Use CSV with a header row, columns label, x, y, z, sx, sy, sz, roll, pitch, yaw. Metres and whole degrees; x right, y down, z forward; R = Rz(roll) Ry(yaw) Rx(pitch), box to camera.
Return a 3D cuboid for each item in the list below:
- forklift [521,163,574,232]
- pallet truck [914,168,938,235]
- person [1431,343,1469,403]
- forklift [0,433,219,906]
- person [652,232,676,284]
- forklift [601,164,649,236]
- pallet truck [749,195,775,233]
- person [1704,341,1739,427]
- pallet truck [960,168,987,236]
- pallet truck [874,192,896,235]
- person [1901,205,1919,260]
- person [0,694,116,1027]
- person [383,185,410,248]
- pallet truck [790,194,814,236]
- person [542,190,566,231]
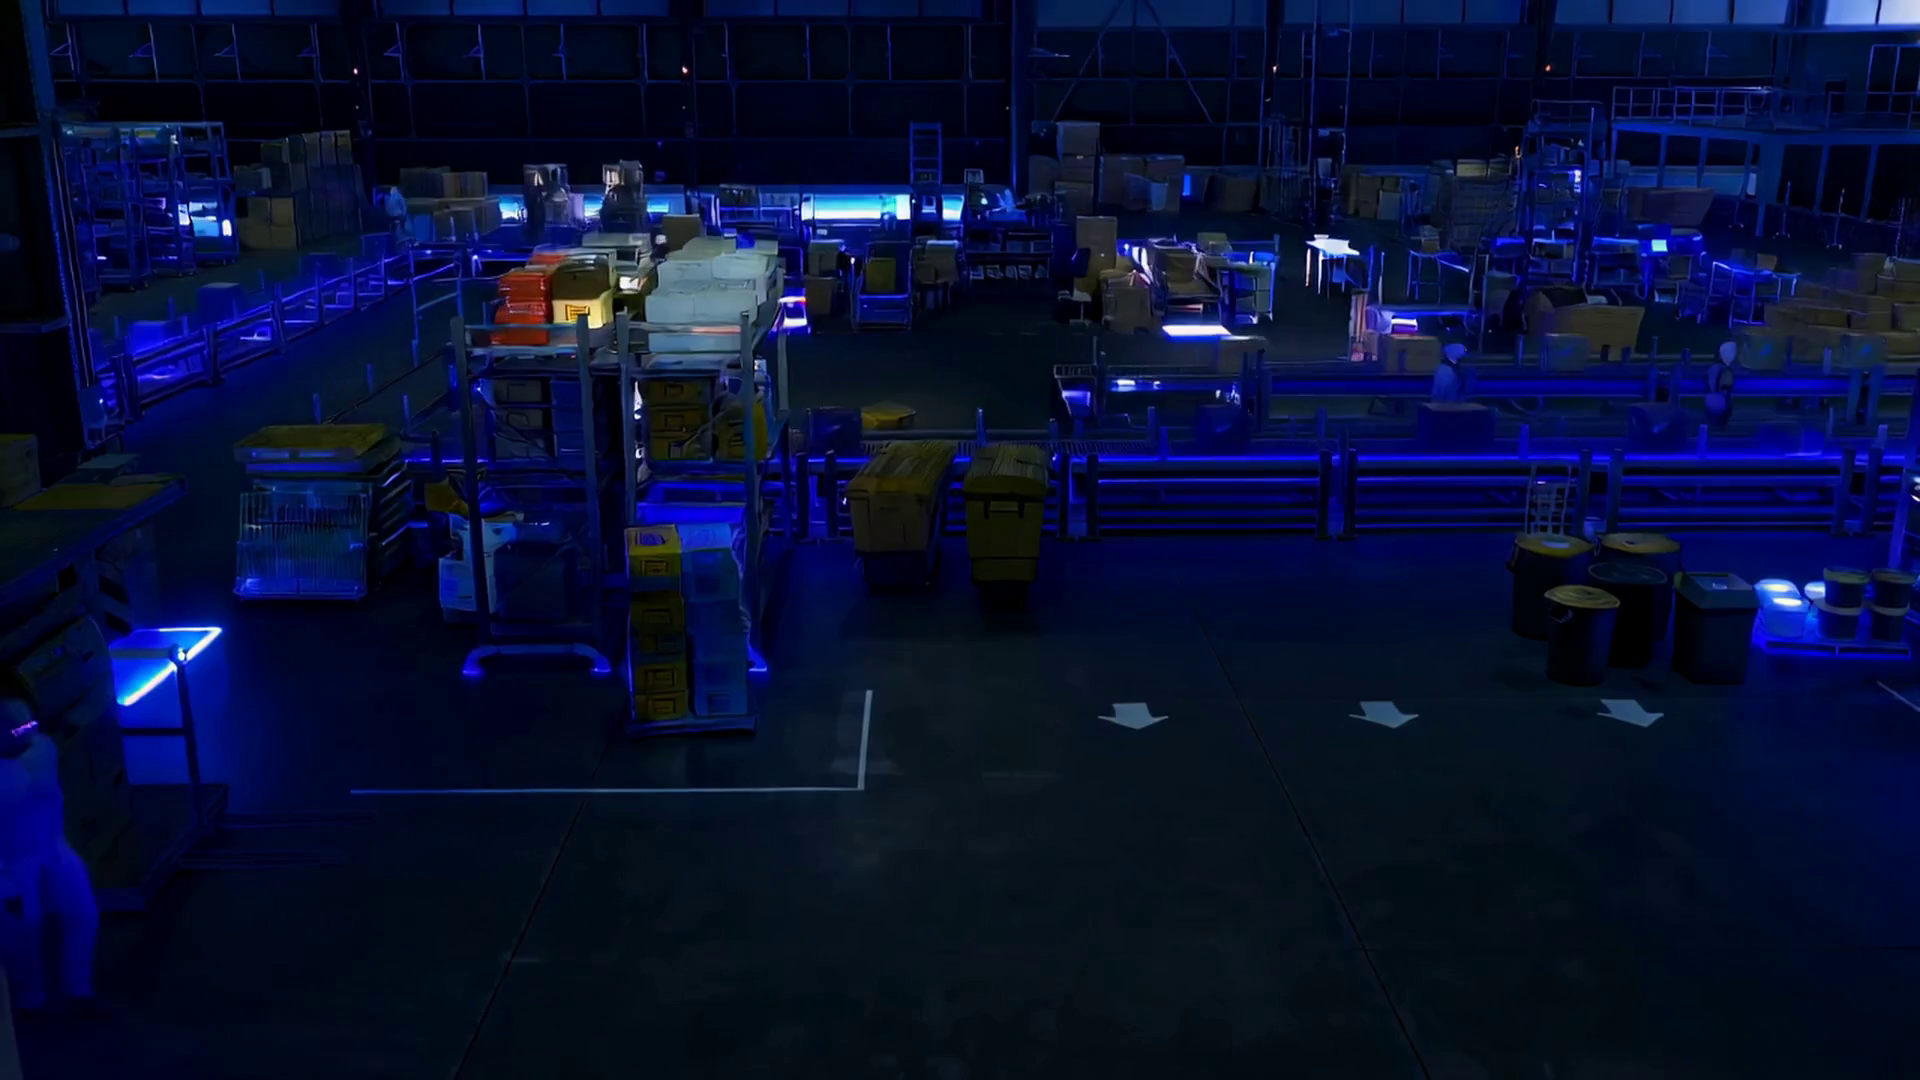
label,x,y,z,sx,sy,sz,roll,pitch,yaw
forklift,-12.233,-10.122,49.298,1.157,1.987,2.680,0,16,-1
pallet truck,-0.989,-10.316,50.507,0.823,1.965,1.885,1,16,3
person,5.889,-1.535,20.351,0.867,1.797,0.581,-1,16,-2
forklift,-5.952,0.780,10.366,1.873,2.768,1.129,0,16,-1
person,-5.972,-5.347,33.687,0.530,1.744,0.417,-10,19,-32
forklift,-9.948,-10.127,49.296,1.157,1.987,2.680,-1,16,-3
pallet truck,-6.051,-9.967,50.660,0.680,1.201,1.601,0,16,-1
person,9.534,-1.680,21.056,0.472,1.688,0.543,1,16,5
pallet truck,0.383,-10.230,50.206,0.823,1.965,1.885,-1,16,-3
pallet truck,-2.277,-9.986,50.594,0.653,1.274,1.630,0,16,-1
person,23.809,-7.598,41.111,0.811,1.986,0.584,11,20,34
person,-4.857,1.726,8.788,0.674,1.913,0.646,4,17,15
person,-15.205,-8.634,44.860,0.680,1.887,0.406,4,16,13
pallet truck,-4.814,-9.883,50.259,0.704,1.261,1.522,-1,16,-3
person,-10.758,-8.331,43.960,0.593,1.789,0.911,10,19,31
